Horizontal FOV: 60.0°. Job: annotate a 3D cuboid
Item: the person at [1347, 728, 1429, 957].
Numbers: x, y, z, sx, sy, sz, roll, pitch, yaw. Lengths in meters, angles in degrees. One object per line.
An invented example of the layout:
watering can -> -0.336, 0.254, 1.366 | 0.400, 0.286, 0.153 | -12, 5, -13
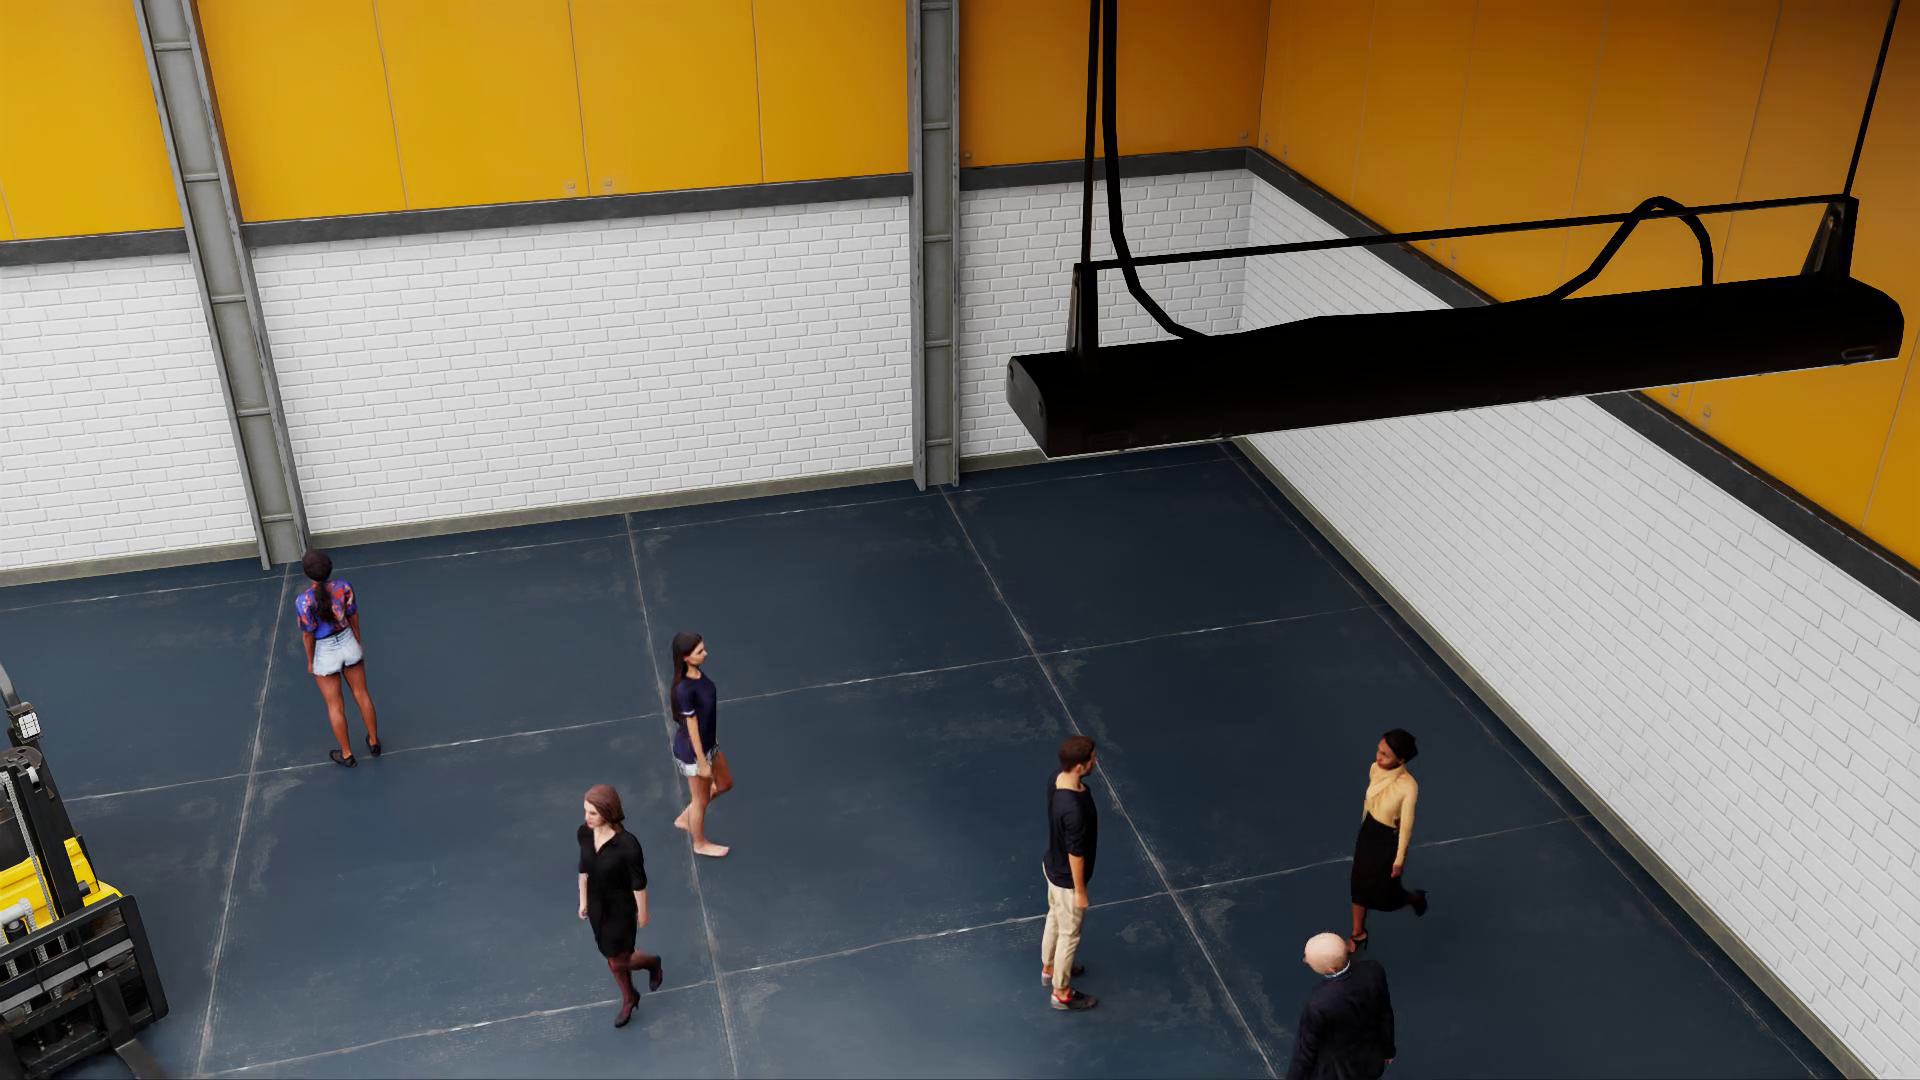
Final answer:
person -> 2.642, 1.856, 10.122 | 0.920, 1.637, 0.701 | -14, 32, -24

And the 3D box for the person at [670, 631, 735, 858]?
person -> -1.805, 1.364, 10.902 | 0.745, 1.755, 0.684 | 2, 29, 4

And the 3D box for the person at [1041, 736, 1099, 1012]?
person -> 0.616, 1.942, 9.742 | 0.569, 1.850, 0.662 | -4, 29, -8

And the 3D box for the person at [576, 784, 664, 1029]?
person -> -1.949, 2.084, 9.644 | 0.785, 1.695, 0.849 | 17, 33, 29

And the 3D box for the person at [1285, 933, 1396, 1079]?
person -> 2.009, 2.678, 8.483 | 0.609, 1.765, 0.949 | -7, 29, -12

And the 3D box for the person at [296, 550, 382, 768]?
person -> -4.458, 0.830, 11.891 | 0.615, 1.745, 0.730 | -25, 37, -38
